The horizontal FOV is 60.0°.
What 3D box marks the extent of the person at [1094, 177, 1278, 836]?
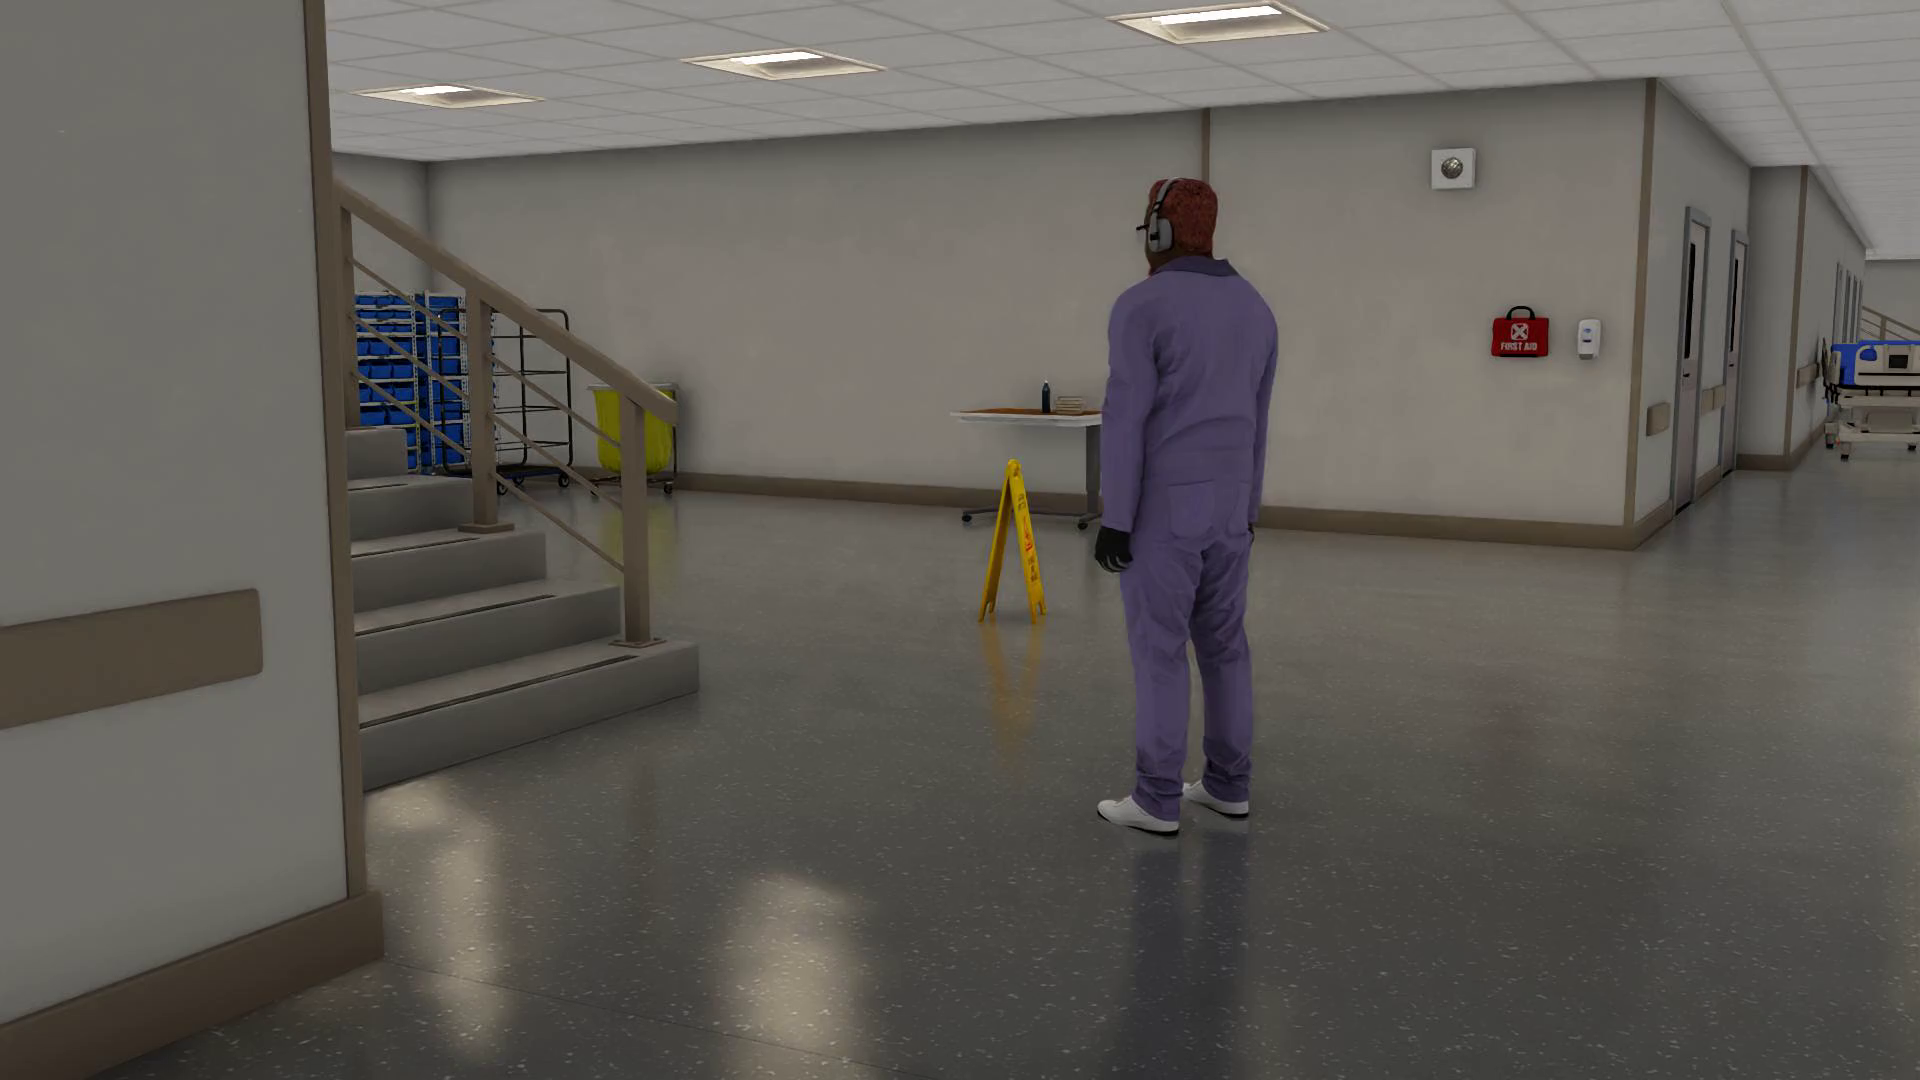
[{"bbox_3d":[0.640,-0.099,4.888,0.637,1.900,0.397,-7,10,-41],"label":"person"}]
